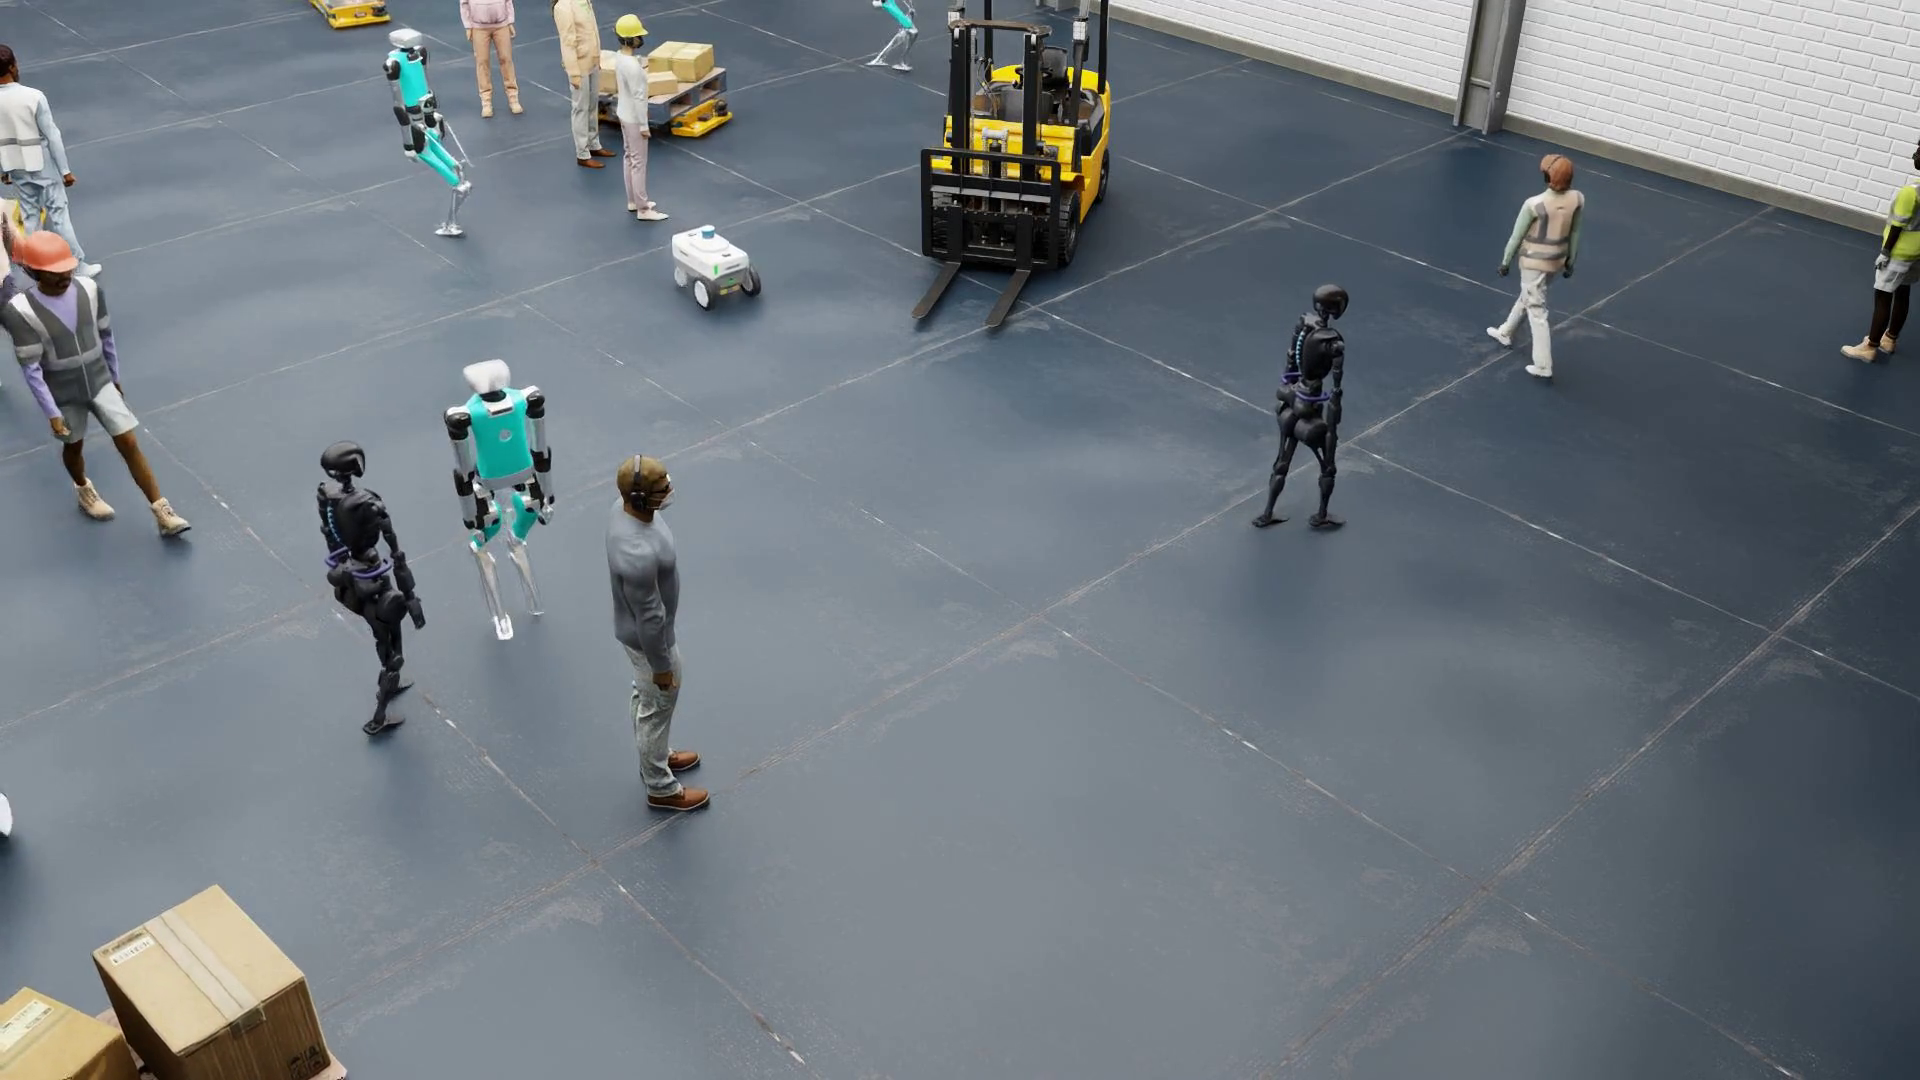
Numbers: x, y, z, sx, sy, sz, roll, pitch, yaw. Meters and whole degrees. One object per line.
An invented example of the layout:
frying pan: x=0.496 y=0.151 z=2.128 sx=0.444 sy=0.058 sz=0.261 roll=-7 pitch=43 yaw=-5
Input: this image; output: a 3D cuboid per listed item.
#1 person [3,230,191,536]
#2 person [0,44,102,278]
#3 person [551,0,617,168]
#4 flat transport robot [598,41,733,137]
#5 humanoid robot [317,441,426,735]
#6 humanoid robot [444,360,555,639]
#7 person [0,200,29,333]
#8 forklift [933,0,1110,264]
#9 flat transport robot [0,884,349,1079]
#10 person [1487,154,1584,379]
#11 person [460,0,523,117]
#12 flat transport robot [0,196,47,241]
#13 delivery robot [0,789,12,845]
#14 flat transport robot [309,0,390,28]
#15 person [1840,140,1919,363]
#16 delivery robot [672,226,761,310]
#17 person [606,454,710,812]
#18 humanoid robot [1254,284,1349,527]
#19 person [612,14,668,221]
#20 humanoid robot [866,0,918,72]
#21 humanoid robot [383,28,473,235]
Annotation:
person: x=-5.263 y=-0.911 z=9.998 sx=1.032 sy=1.986 sz=0.619 roll=23 pitch=40 yaw=31
person: x=-7.380 y=-2.959 z=13.211 sx=0.589 sy=1.918 sz=0.390 roll=1 pitch=33 yaw=1
person: x=-3.541 y=-4.436 z=15.518 sx=0.400 sy=1.874 sz=0.566 roll=7 pitch=34 yaw=11
flat transport robot: x=-3.090 y=-4.364 z=16.881 sx=1.431 sy=0.231 sz=0.659 roll=15 pitch=36 yaw=21
humanoid robot: x=-3.045 y=0.228 z=8.556 sx=0.595 sy=1.650 sz=0.539 roll=18 pitch=37 yaw=26
humanoid robot: x=-2.558 y=-0.246 z=9.217 sx=0.530 sy=1.790 sz=0.694 roll=-20 pitch=38 yaw=-28
person: x=-6.818 y=-1.835 z=11.570 sx=0.974 sy=1.820 sz=0.820 roll=19 pitch=38 yaw=27
forklift: x=0.570 y=-3.725 z=14.138 sx=1.214 sy=2.155 sz=2.313 roll=9 pitch=34 yaw=13
flat transport robot: x=-3.149 y=2.382 z=6.512 sx=1.431 sy=0.231 sz=0.659 roll=27 pitch=42 yaw=35
person: x=4.189 y=-2.006 z=12.035 sx=0.530 sy=1.591 sz=0.854 roll=-13 pitch=35 yaw=-19
person: x=-4.746 y=-5.193 z=16.766 sx=0.523 sy=1.784 sz=0.401 roll=-12 pitch=35 yaw=-17
flat transport robot: x=-8.670 y=-2.662 z=14.265 sx=1.431 sy=0.231 sz=0.659 roll=-11 pitch=35 yaw=-16
delivery robot: x=-4.807 y=1.384 z=7.778 sx=0.499 sy=0.589 sz=0.775 roll=-10 pitch=34 yaw=-15
flat transport robot: x=-7.428 y=-6.503 z=20.168 sx=0.659 sy=0.231 sz=1.431 roll=-17 pitch=37 yaw=-25
person: x=6.877 y=-2.116 z=12.121 sx=0.535 sy=1.694 sz=0.320 roll=-21 pitch=38 yaw=-28
delivery robot: x=-1.987 y=-2.214 z=13.310 sx=0.499 sy=0.591 sz=0.781 roll=-23 pitch=40 yaw=-31
person: x=-1.473 y=0.442 z=7.964 sx=0.353 sy=1.937 sz=0.632 roll=-8 pitch=34 yaw=-12
humanoid robot: x=2.149 y=-0.814 z=10.146 sx=0.583 sy=1.640 sz=0.606 roll=-11 pitch=35 yaw=-17
person: x=-2.801 y=-3.662 z=14.427 sx=0.326 sy=1.768 sz=0.524 roll=-14 pitch=35 yaw=-20
humanoid robot: x=-0.676 y=-5.893 z=17.902 sx=0.770 sy=1.793 sz=0.531 roll=7 pitch=34 yaw=11
humanoid robot: x=-4.383 y=-3.384 z=14.027 sx=0.722 sy=1.795 sz=0.543 roll=8 pitch=34 yaw=12
